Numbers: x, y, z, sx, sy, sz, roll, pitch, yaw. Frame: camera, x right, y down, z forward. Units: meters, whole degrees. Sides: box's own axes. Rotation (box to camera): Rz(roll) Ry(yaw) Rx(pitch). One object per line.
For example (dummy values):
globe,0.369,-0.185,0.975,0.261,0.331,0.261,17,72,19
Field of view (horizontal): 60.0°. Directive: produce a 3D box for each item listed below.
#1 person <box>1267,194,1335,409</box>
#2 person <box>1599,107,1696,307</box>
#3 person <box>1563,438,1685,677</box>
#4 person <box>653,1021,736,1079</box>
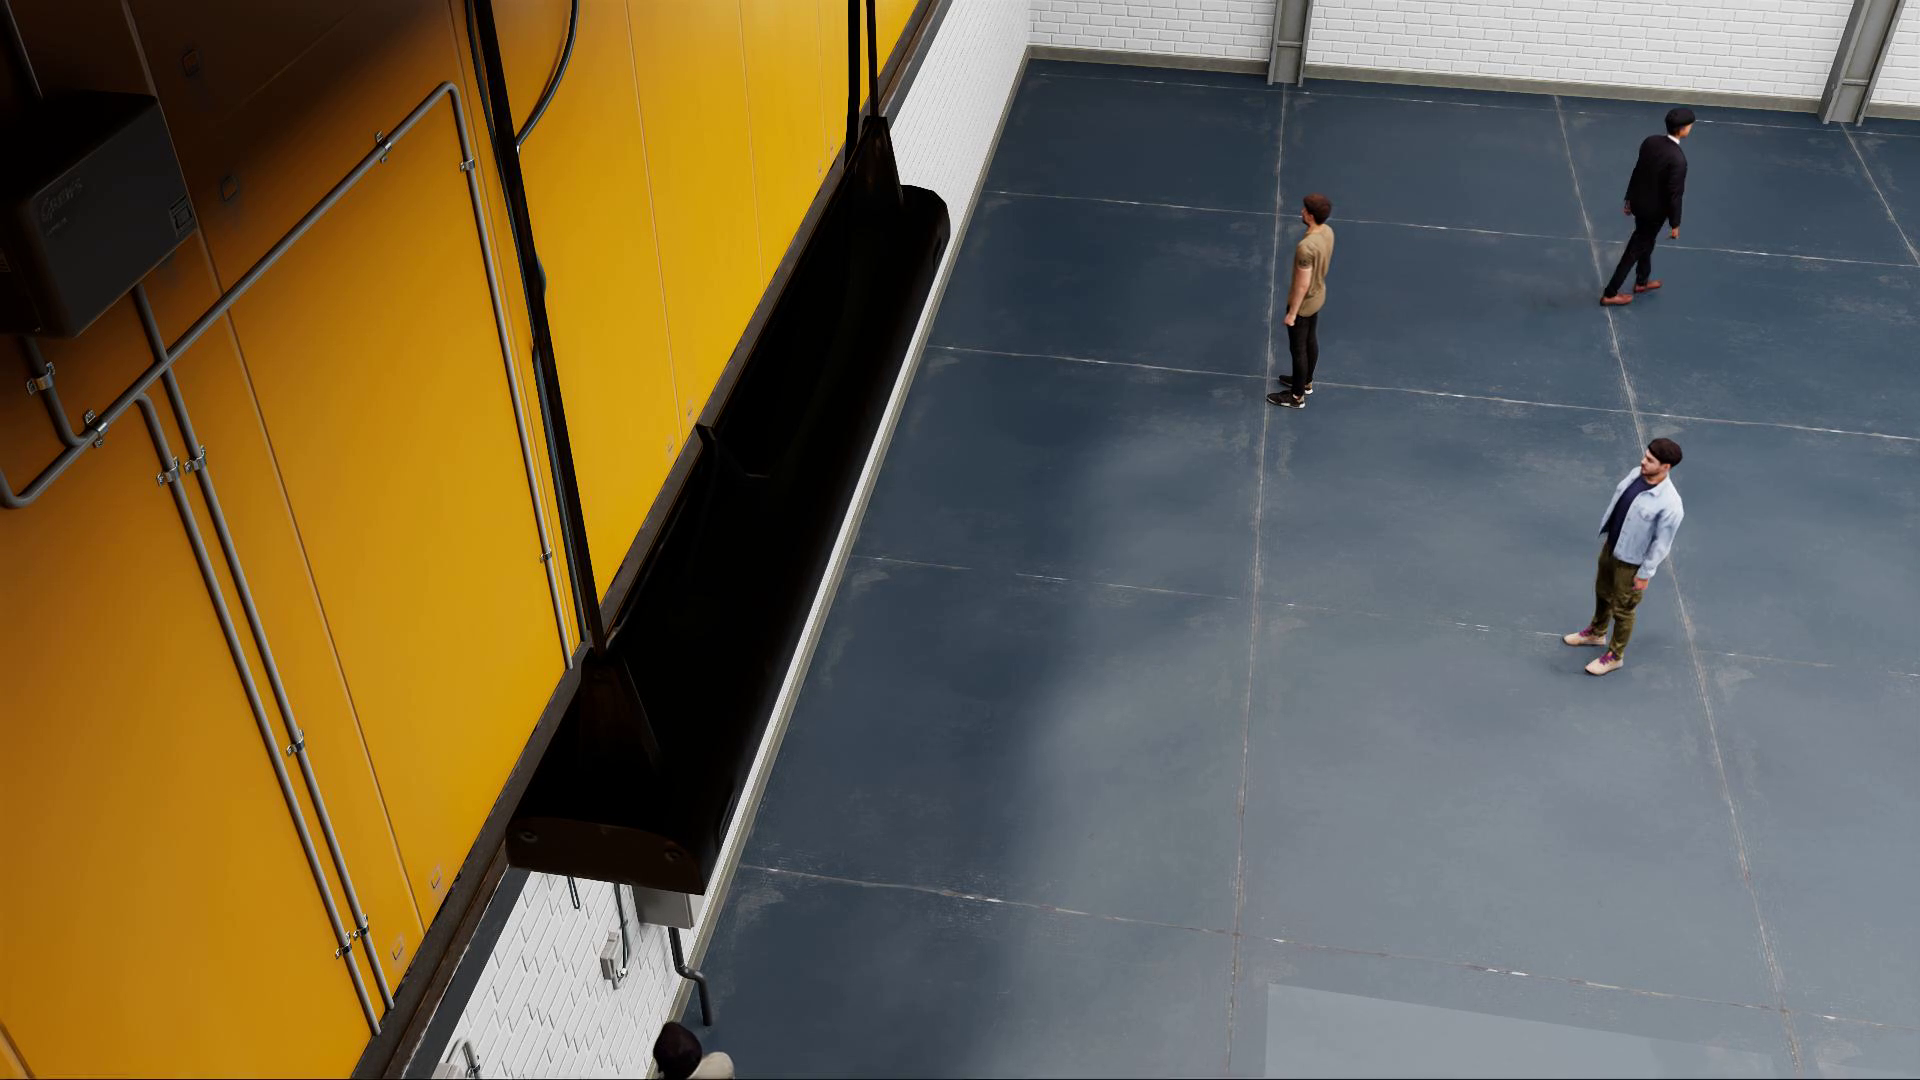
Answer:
person,2.777,-1.924,13.362,0.696,1.851,0.735,20,43,23
person,5.949,-2.888,14.562,1.039,1.861,0.928,-8,39,-10
person,4.377,0.094,10.868,0.703,1.810,0.748,-7,39,-9
person,-1.170,2.794,7.445,0.781,1.864,0.785,30,47,32
